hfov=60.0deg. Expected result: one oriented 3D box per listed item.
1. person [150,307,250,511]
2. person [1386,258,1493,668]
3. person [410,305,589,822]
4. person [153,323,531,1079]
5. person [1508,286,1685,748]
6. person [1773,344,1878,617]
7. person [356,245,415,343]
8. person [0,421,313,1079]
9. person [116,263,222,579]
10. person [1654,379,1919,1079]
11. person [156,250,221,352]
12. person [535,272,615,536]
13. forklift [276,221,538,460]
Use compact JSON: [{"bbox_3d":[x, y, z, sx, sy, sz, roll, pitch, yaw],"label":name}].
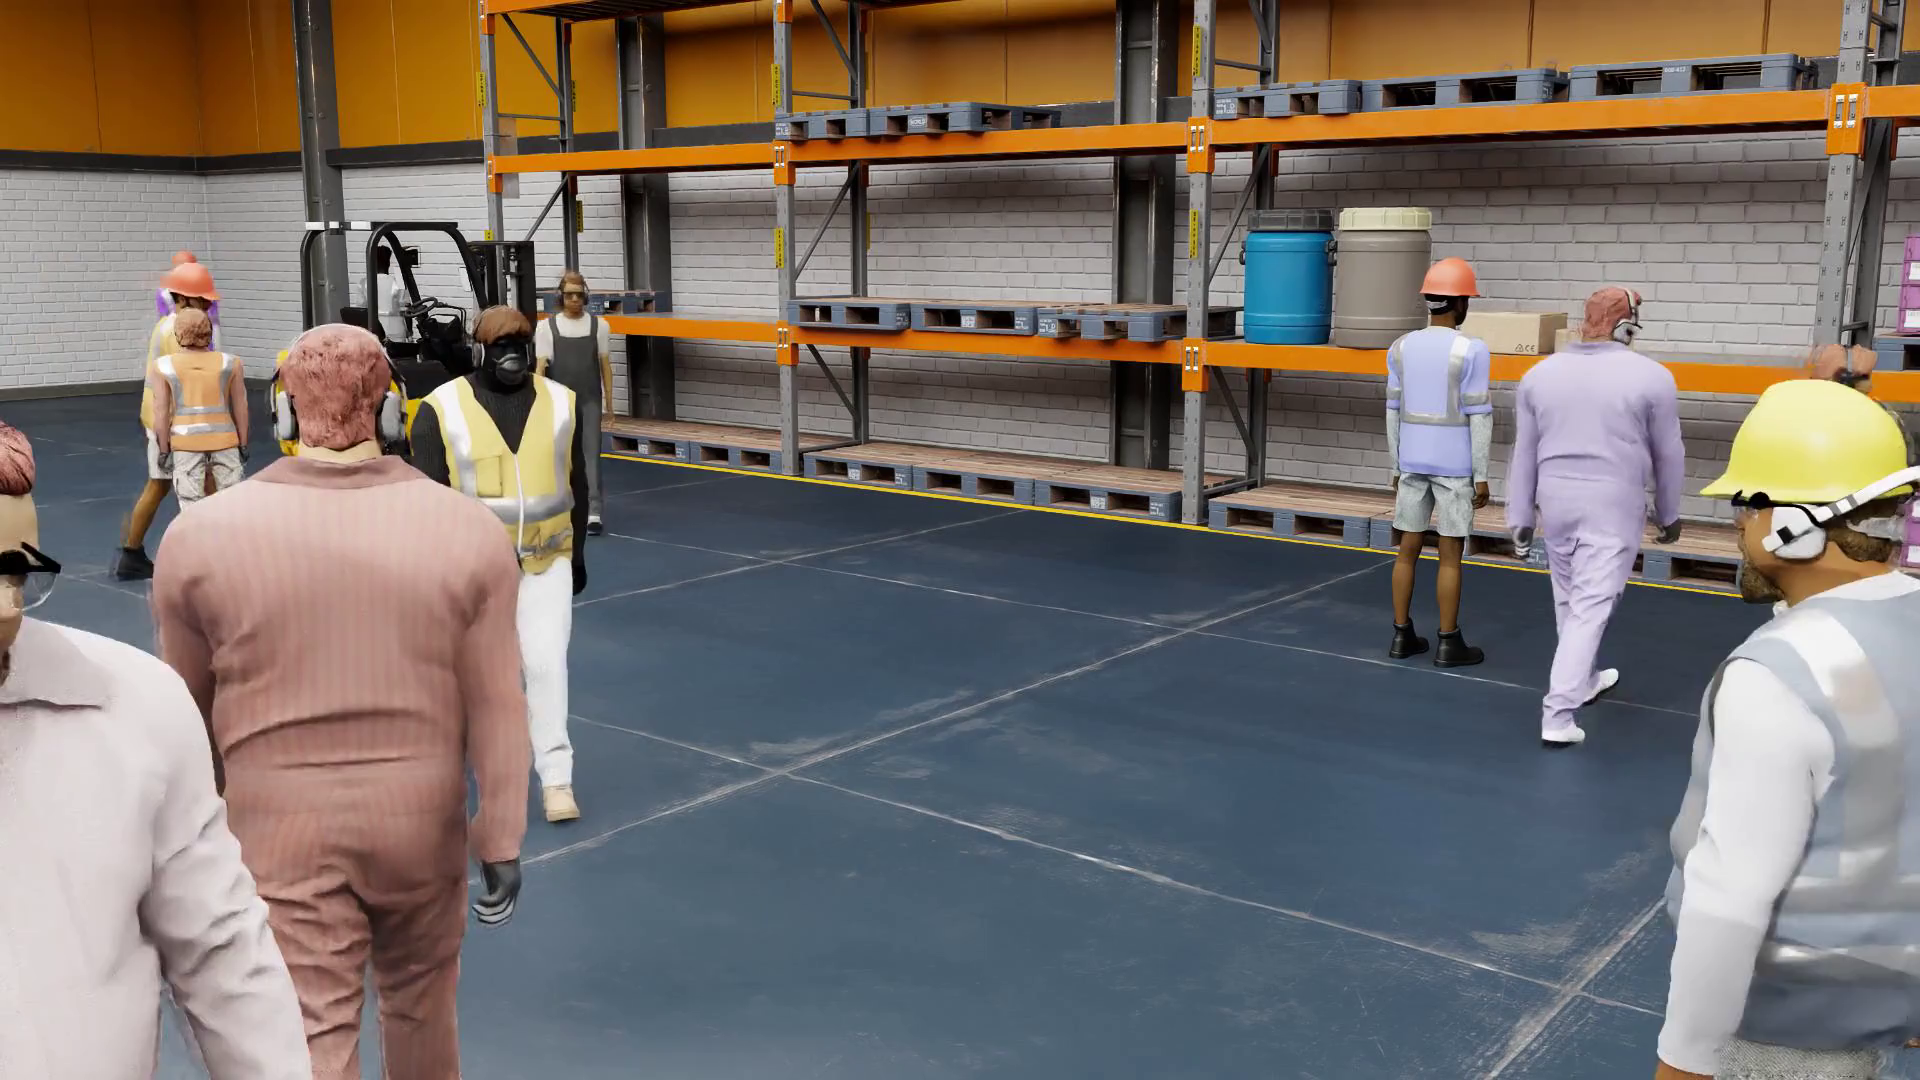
[{"bbox_3d":[-4.368,-0.518,9.610,0.515,1.641,0.314,-6,12,-30],"label":"person"},{"bbox_3d":[2.285,-0.362,7.921,0.356,1.938,0.545,-9,14,-41],"label":"person"},{"bbox_3d":[-1.649,0.052,6.033,0.637,1.800,0.971,-5,11,-26],"label":"person"},{"bbox_3d":[-1.171,0.523,3.213,0.645,1.868,0.866,-4,11,-21],"label":"person"},{"bbox_3d":[2.612,-0.110,6.834,0.989,1.841,0.627,-9,14,-41],"label":"person"},{"bbox_3d":[3.423,0.051,6.481,0.524,1.617,0.545,2,10,9],"label":"person"},{"bbox_3d":[-6.418,-2.309,18.631,0.613,1.965,0.361,-1,10,-3],"label":"person"},{"bbox_3d":[-1.002,0.787,1.781,0.928,1.857,0.638,7,12,33],"label":"person"},{"bbox_3d":[-4.662,-0.707,9.969,0.930,1.878,0.567,-4,11,-23],"label":"person"},{"bbox_3d":[1.272,0.665,2.559,0.619,1.815,0.439,-7,13,-36],"label":"person"},{"bbox_3d":[-7.550,-1.869,16.314,0.561,1.936,0.515,-4,11,-21],"label":"person"},{"bbox_3d":[-2.652,-0.932,11.470,0.535,1.792,0.952,-3,11,-16],"label":"person"},{"bbox_3d":[-4.922,-1.741,14.854,1.214,2.155,2.313,8,13,38],"label":"forklift"}]
